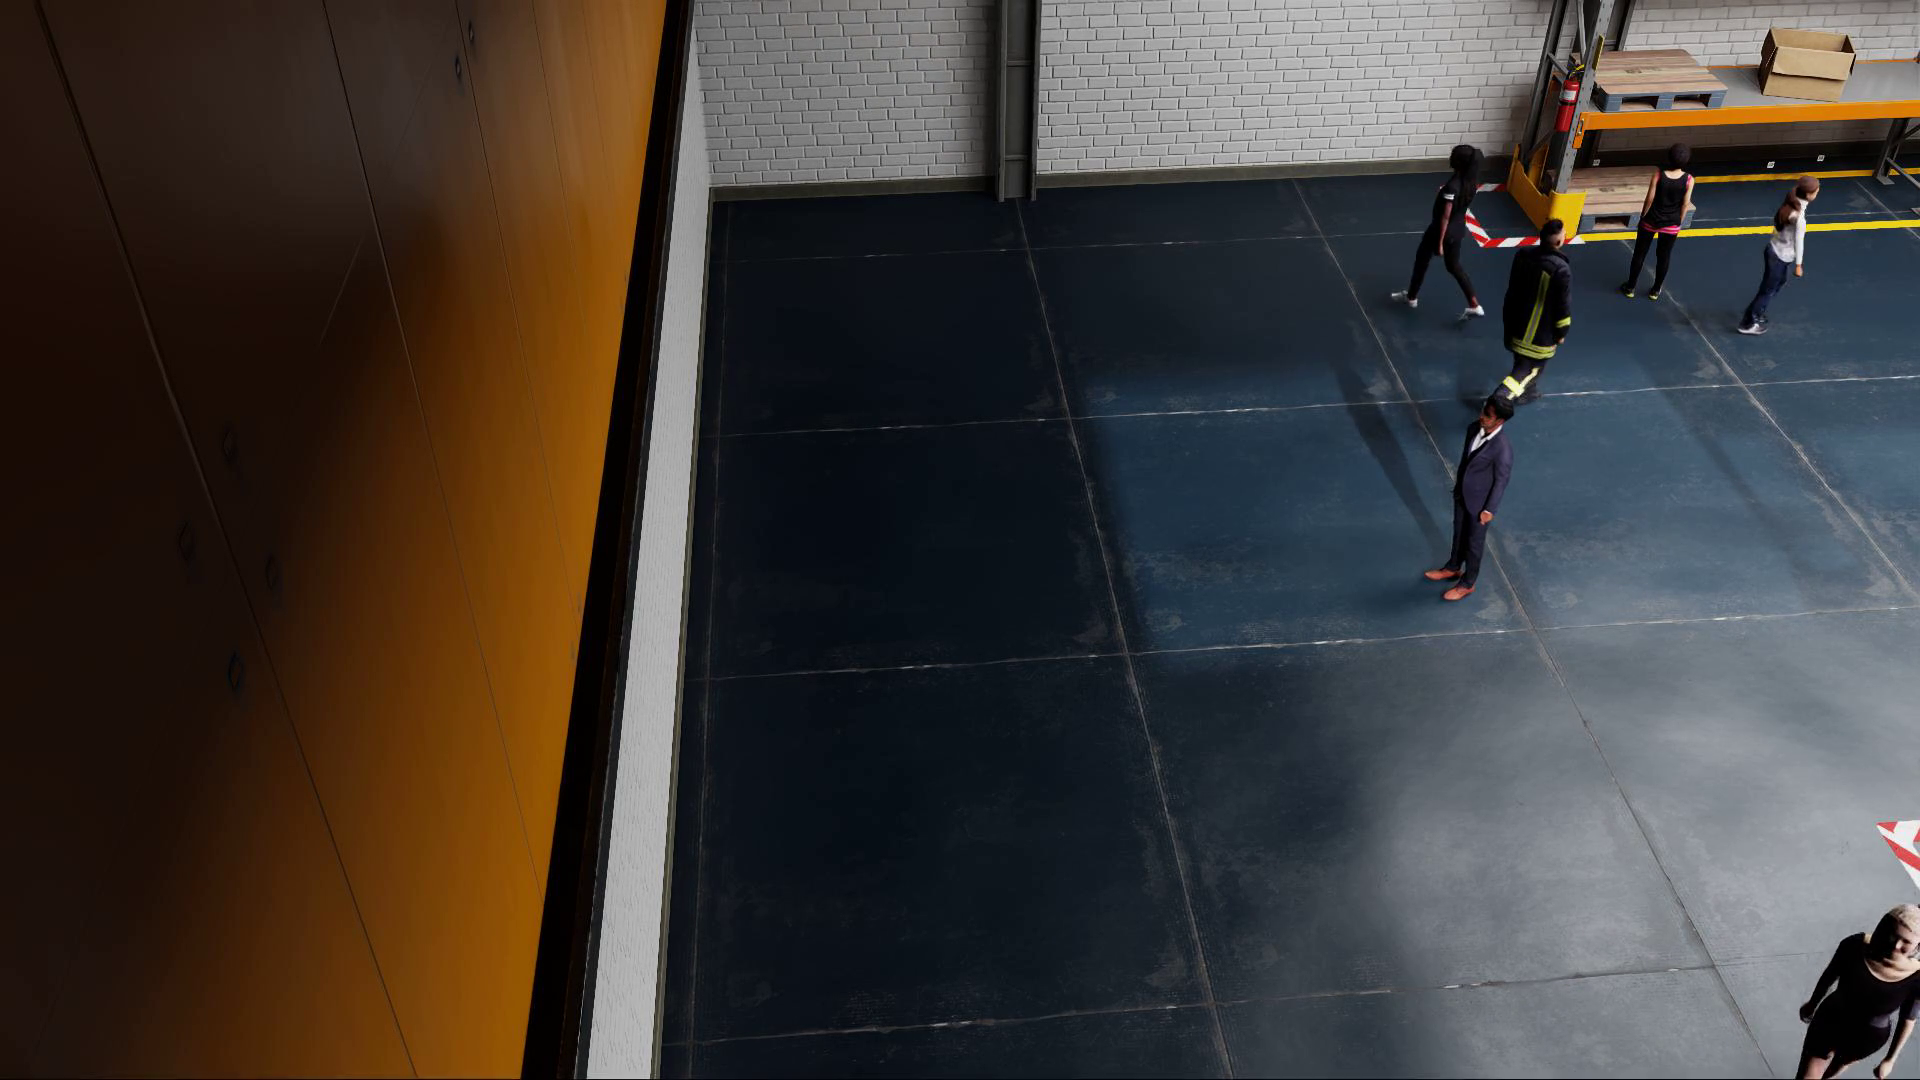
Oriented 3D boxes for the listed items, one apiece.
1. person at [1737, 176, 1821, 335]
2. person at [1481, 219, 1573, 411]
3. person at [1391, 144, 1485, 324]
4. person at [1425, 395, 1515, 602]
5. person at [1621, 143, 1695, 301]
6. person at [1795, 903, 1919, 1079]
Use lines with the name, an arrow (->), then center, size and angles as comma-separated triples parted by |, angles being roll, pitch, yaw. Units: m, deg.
person -> 7.260, -2.544, 14.924 | 0.613, 1.541, 0.554 | 3, 39, 4
person -> 4.699, -1.793, 13.751 | 1.188, 1.832, 0.988 | -19, 42, -22
person -> 4.477, -2.737, 15.042 | 1.161, 1.696, 1.148 | 32, 48, 33
person -> 3.738, -0.318, 11.989 | 0.603, 1.726, 0.668 | -10, 40, -13
person -> 6.510, -2.968, 15.446 | 0.544, 1.552, 0.663 | 10, 40, 12
person -> 4.560, 2.440, 8.486 | 1.127, 1.788, 1.124 | 23, 44, 26
